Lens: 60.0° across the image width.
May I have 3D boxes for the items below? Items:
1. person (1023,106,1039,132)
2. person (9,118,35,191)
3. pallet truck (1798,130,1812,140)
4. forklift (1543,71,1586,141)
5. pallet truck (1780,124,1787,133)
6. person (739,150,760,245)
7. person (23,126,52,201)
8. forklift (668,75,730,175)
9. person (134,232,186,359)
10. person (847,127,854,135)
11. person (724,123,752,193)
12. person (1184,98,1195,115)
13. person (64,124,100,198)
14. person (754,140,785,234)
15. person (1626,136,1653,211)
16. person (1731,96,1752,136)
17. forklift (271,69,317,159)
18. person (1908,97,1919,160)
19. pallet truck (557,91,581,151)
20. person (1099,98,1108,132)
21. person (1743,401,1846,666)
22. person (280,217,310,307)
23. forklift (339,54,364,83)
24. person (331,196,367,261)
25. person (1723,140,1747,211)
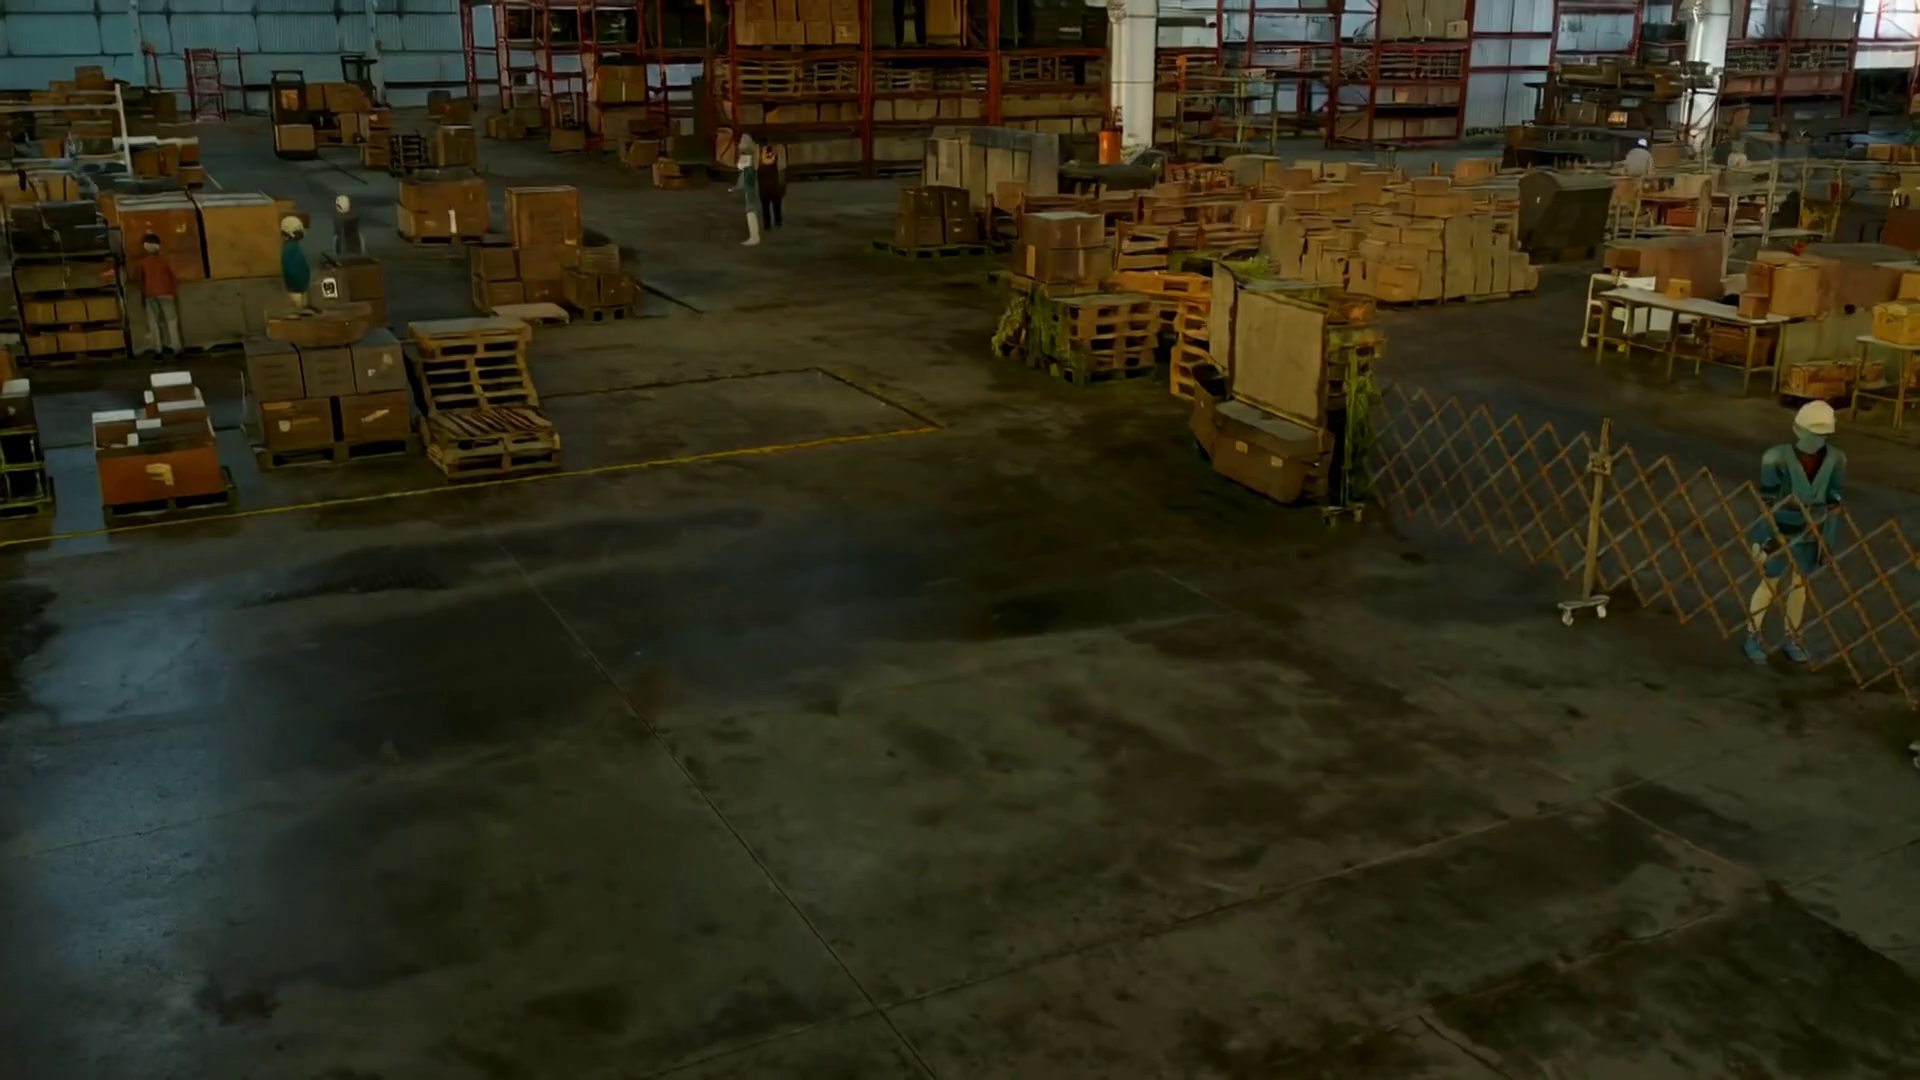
[{"bbox_3d":[2.266,-13.093,53.559,0.532,1.697,0.319,6,19,18],"label":"person"},{"bbox_3d":[-25.123,-10.310,44.523,0.588,1.922,0.392,5,18,15],"label":"person"},{"bbox_3d":[25.526,-11.556,49.408,1.630,1.274,0.653,-9,20,-26],"label":"pallet truck"},{"bbox_3d":[18.685,-13.231,52.085,1.873,2.768,1.129,-9,20,-26],"label":"forklift"},{"bbox_3d":[25.206,-12.542,52.601,1.601,1.201,0.680,0,18,-2],"label":"pallet truck"},{"bbox_3d":[-4.374,-7.098,34.515,0.391,1.924,0.548,2,18,6],"label":"person"},{"bbox_3d":[-22.786,-9.222,41.057,0.367,1.967,0.602,8,20,24],"label":"person"},{"bbox_3d":[-7.619,-12.251,49.026,1.873,2.768,1.129,-9,20,-26],"label":"forklift"},{"bbox_3d":[-11.204,-3.413,23.272,0.525,1.769,0.313,-4,18,-13],"label":"person"},{"bbox_3d":[-3.421,-11.999,50.186,0.661,1.678,0.540,-9,20,-26],"label":"person"},{"bbox_3d":[-5.786,-10.106,44.051,1.002,1.812,0.493,-1,18,-3],"label":"person"},{"bbox_3d":[8.930,-16.634,64.701,0.498,1.633,0.284,14,23,37],"label":"person"},{"bbox_3d":[-22.621,-9.736,42.780,0.815,1.905,0.556,6,19,18],"label":"person"},{"bbox_3d":[-4.140,-7.750,36.350,0.683,2.000,0.813,1,18,4],"label":"person"},{"bbox_3d":[16.384,-8.831,40.146,0.952,1.779,0.581,-9,20,-26],"label":"person"},{"bbox_3d":[25.832,-13.694,55.046,0.630,1.940,0.372,16,24,41],"label":"person"},{"bbox_3d":[-21.809,-13.930,54.263,1.129,2.768,1.873,-9,20,-27],"label":"forklift"},{"bbox_3d":[30.784,-13.261,53.621,0.393,1.985,0.611,-1,18,-2],"label":"person"},{"bbox_3d":[-13.495,-14.412,57.188,0.823,1.965,1.885,-3,18,-9],"label":"pallet truck"},{"bbox_3d":[4.890,-13.928,55.954,0.449,1.838,0.630,13,22,34],"label":"person"},{"bbox_3d":[6.196,-0.041,12.329,0.609,2.034,0.397,0,18,1],"label":"person"},{"bbox_3d":[-9.210,-3.492,23.150,0.387,1.992,0.621,-6,19,-17],"label":"person"},{"bbox_3d":[-25.815,-19.245,70.834,1.873,2.768,1.129,9,20,27],"label":"forklift"},{"bbox_3d":[-10.001,-4.712,27.256,0.993,1.820,0.497,10,20,28],"label":"person"},{"bbox_3d":[18.731,-8.800,40.209,0.412,1.679,0.547,-10,20,-28],"label":"person"}]
